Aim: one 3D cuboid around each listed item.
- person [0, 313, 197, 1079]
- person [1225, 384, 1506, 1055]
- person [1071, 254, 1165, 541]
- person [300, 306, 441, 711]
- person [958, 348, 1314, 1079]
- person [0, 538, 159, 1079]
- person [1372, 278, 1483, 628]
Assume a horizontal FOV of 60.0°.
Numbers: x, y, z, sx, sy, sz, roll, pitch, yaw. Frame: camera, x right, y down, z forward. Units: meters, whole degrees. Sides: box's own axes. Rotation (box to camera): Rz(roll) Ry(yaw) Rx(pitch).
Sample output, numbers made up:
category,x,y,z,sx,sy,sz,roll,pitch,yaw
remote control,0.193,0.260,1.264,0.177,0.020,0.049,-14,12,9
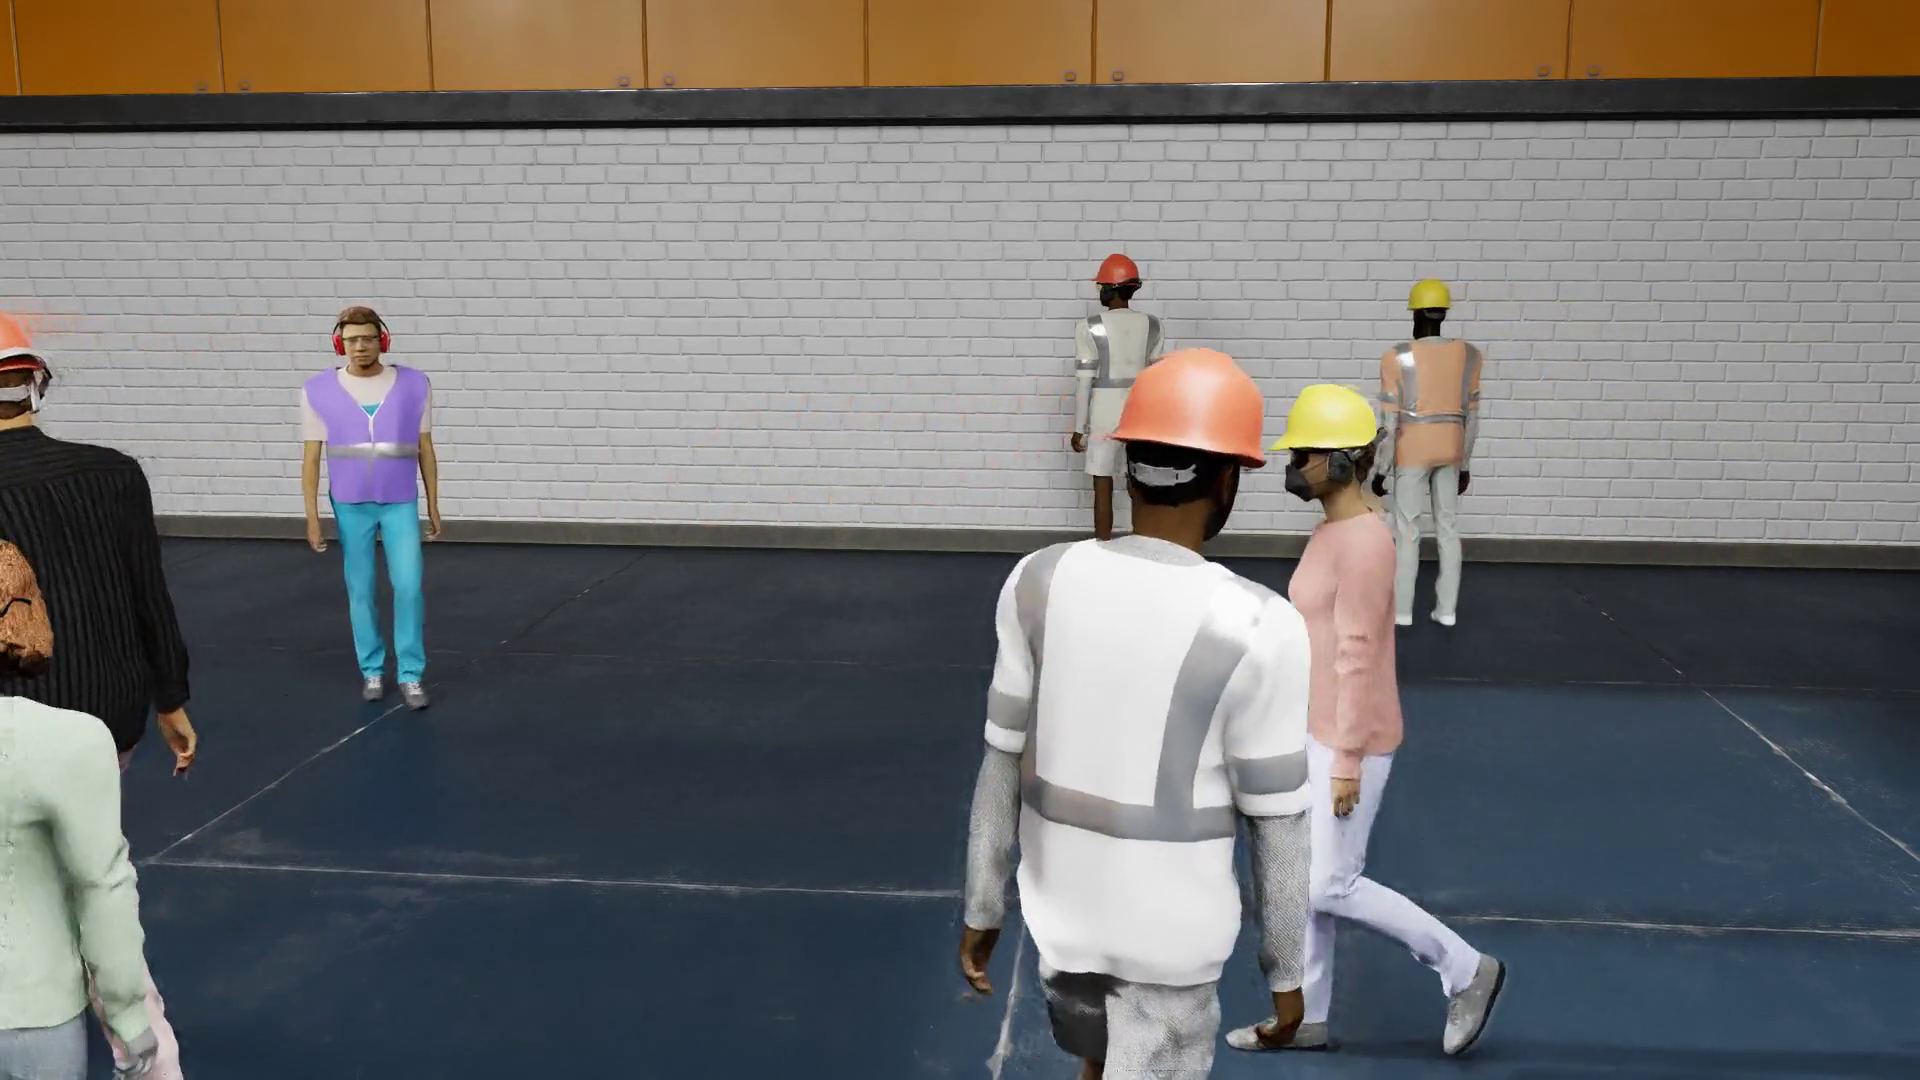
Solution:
category,x,y,z,sx,sy,sz,roll,pitch,yaw
person,-2.239,0.424,3.974,1.030,1.933,0.629,5,11,27
person,1.022,0.481,4.171,0.587,1.746,0.539,0,10,0
person,0.981,-0.758,10.435,0.613,2.047,0.363,-4,11,-20
person,-2.642,-0.132,7.498,0.593,1.816,0.712,-4,11,-22
person,0.306,0.637,2.819,0.594,1.912,0.484,7,12,36
person,-1.617,0.789,2.772,0.533,1.616,0.379,0,10,2
person,2.555,-0.468,9.135,0.594,1.926,0.388,-2,10,-10
